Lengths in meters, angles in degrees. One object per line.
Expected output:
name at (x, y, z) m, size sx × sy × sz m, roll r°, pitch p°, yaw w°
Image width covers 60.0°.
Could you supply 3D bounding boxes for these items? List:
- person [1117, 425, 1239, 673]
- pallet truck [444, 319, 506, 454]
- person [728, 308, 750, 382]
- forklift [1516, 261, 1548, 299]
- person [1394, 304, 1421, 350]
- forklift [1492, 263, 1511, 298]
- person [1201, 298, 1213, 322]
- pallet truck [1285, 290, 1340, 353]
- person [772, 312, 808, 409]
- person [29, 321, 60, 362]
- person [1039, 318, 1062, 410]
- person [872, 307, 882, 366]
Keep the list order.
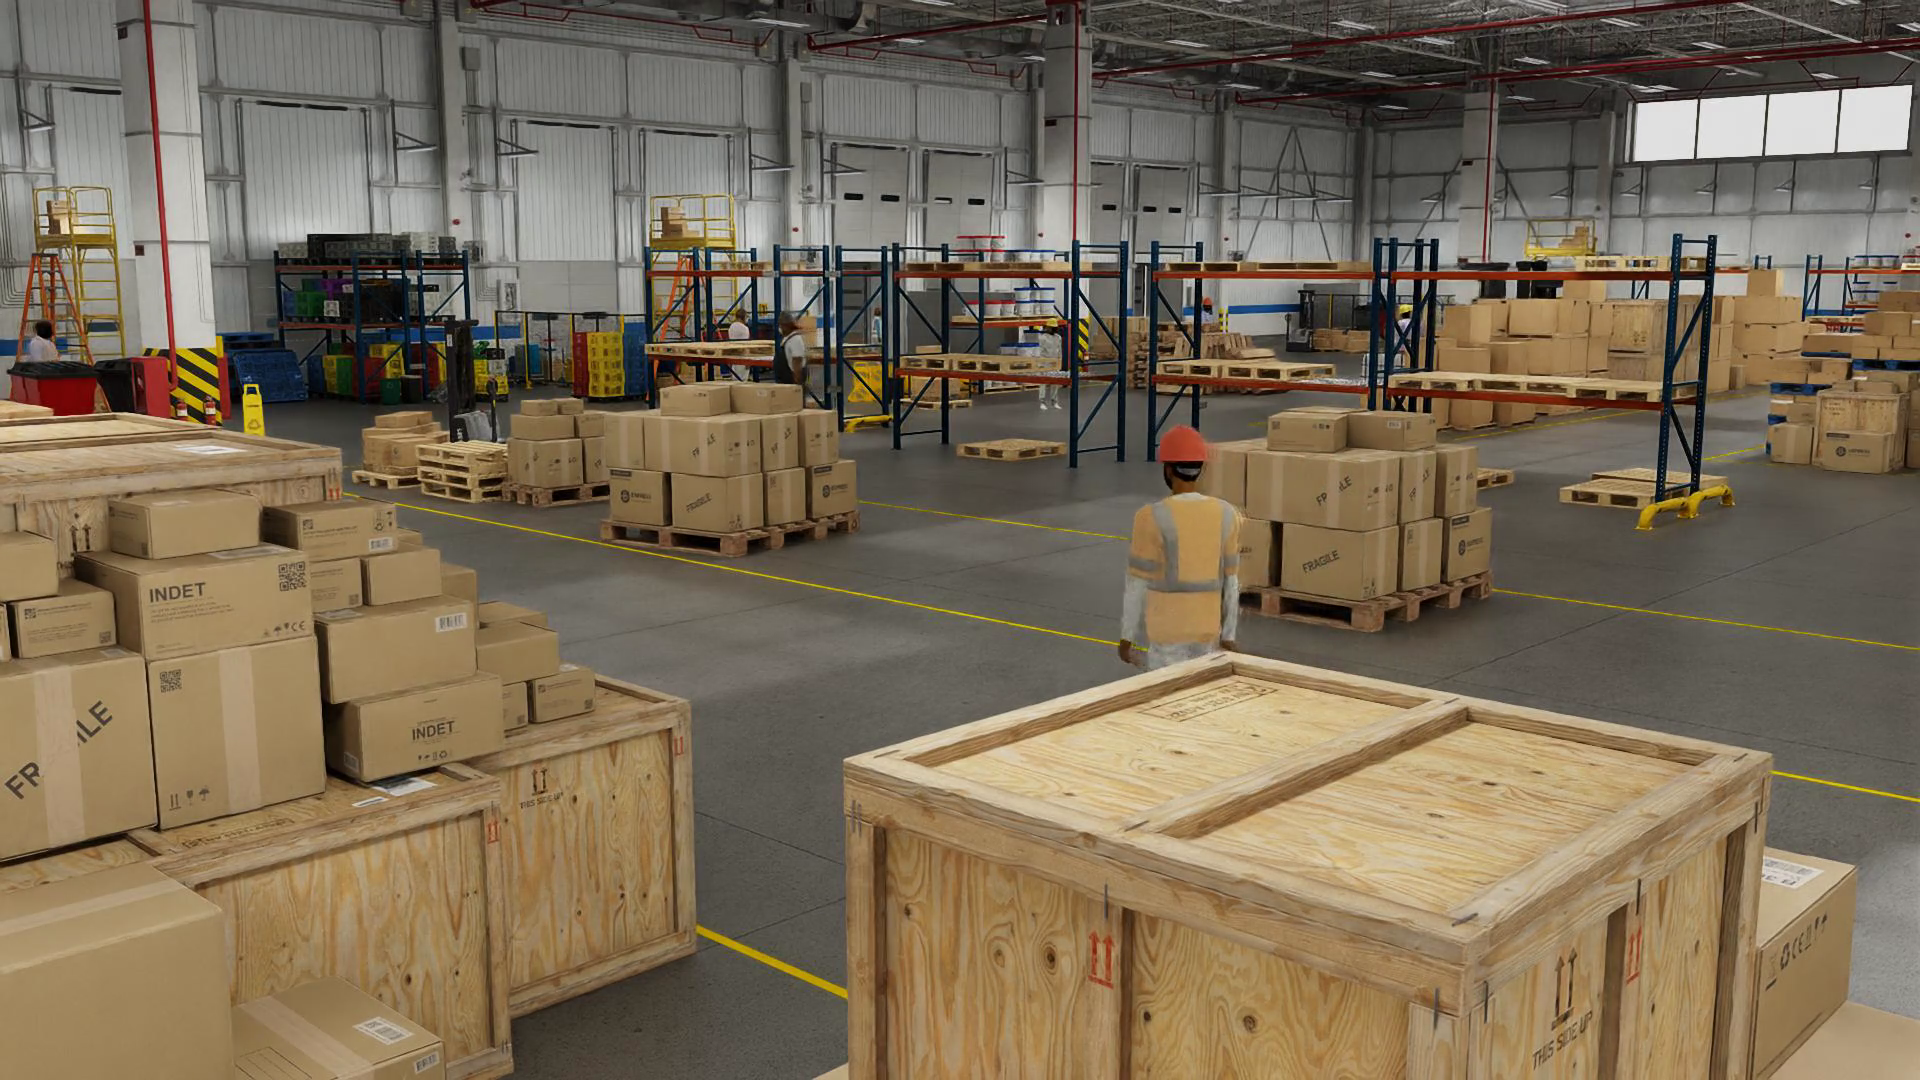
person at (1.025, 0.407, 8.013) m, size 0.544 × 1.919 × 0.577 m, roll -4°, pitch 10°, yaw -25°
pallet truck at (-6.981, -1.942, 22.150) m, size 1.885 × 1.965 × 0.823 m, roll 1°, pitch 9°, yaw 9°
person at (-4.102, -3.352, 31.015) m, size 0.366 × 1.932 × 0.629 m, roll -6°, pitch 11°, yaw -33°
forklift at (12.922, -4.937, 37.814) m, size 1.873 × 2.768 × 1.129 m, roll 9°, pitch 13°, yaw 43°
person at (9.572, -4.080, 35.566) m, size 0.701 × 1.898 × 0.543 m, roll -1°, pitch 9°, yaw -7°
forklift at (14.978, -6.329, 46.349) m, size 1.873 × 2.768 × 1.129 m, roll 1°, pitch 9°, yaw 7°
person at (6.118, -5.056, 41.416) m, size 0.347 × 1.943 × 0.544 m, roll 3°, pitch 10°, yaw 20°
pallet truck at (11.297, -6.951, 52.861) m, size 1.885 × 1.965 × 0.823 m, roll -5°, pitch 11°, yaw -29°
person at (-2.562, -2.458, 25.185) m, size 0.543 × 2.000 × 0.803 m, roll -3°, pitch 10°, yaw -18°
person at (-15.206, -2.735, 27.618) m, size 0.964 × 1.801 × 0.634 m, roll -1°, pitch 9°, yaw -6°
person at (1.726, -3.326, 31.449) m, size 0.488 × 1.736 × 0.323 m, roll -5°, pitch 11°, yaw -28°
person at (-2.197, -5.402, 44.492) m, size 0.321 × 1.632 × 0.524 m, roll -1°, pitch 9°, yaw -7°
